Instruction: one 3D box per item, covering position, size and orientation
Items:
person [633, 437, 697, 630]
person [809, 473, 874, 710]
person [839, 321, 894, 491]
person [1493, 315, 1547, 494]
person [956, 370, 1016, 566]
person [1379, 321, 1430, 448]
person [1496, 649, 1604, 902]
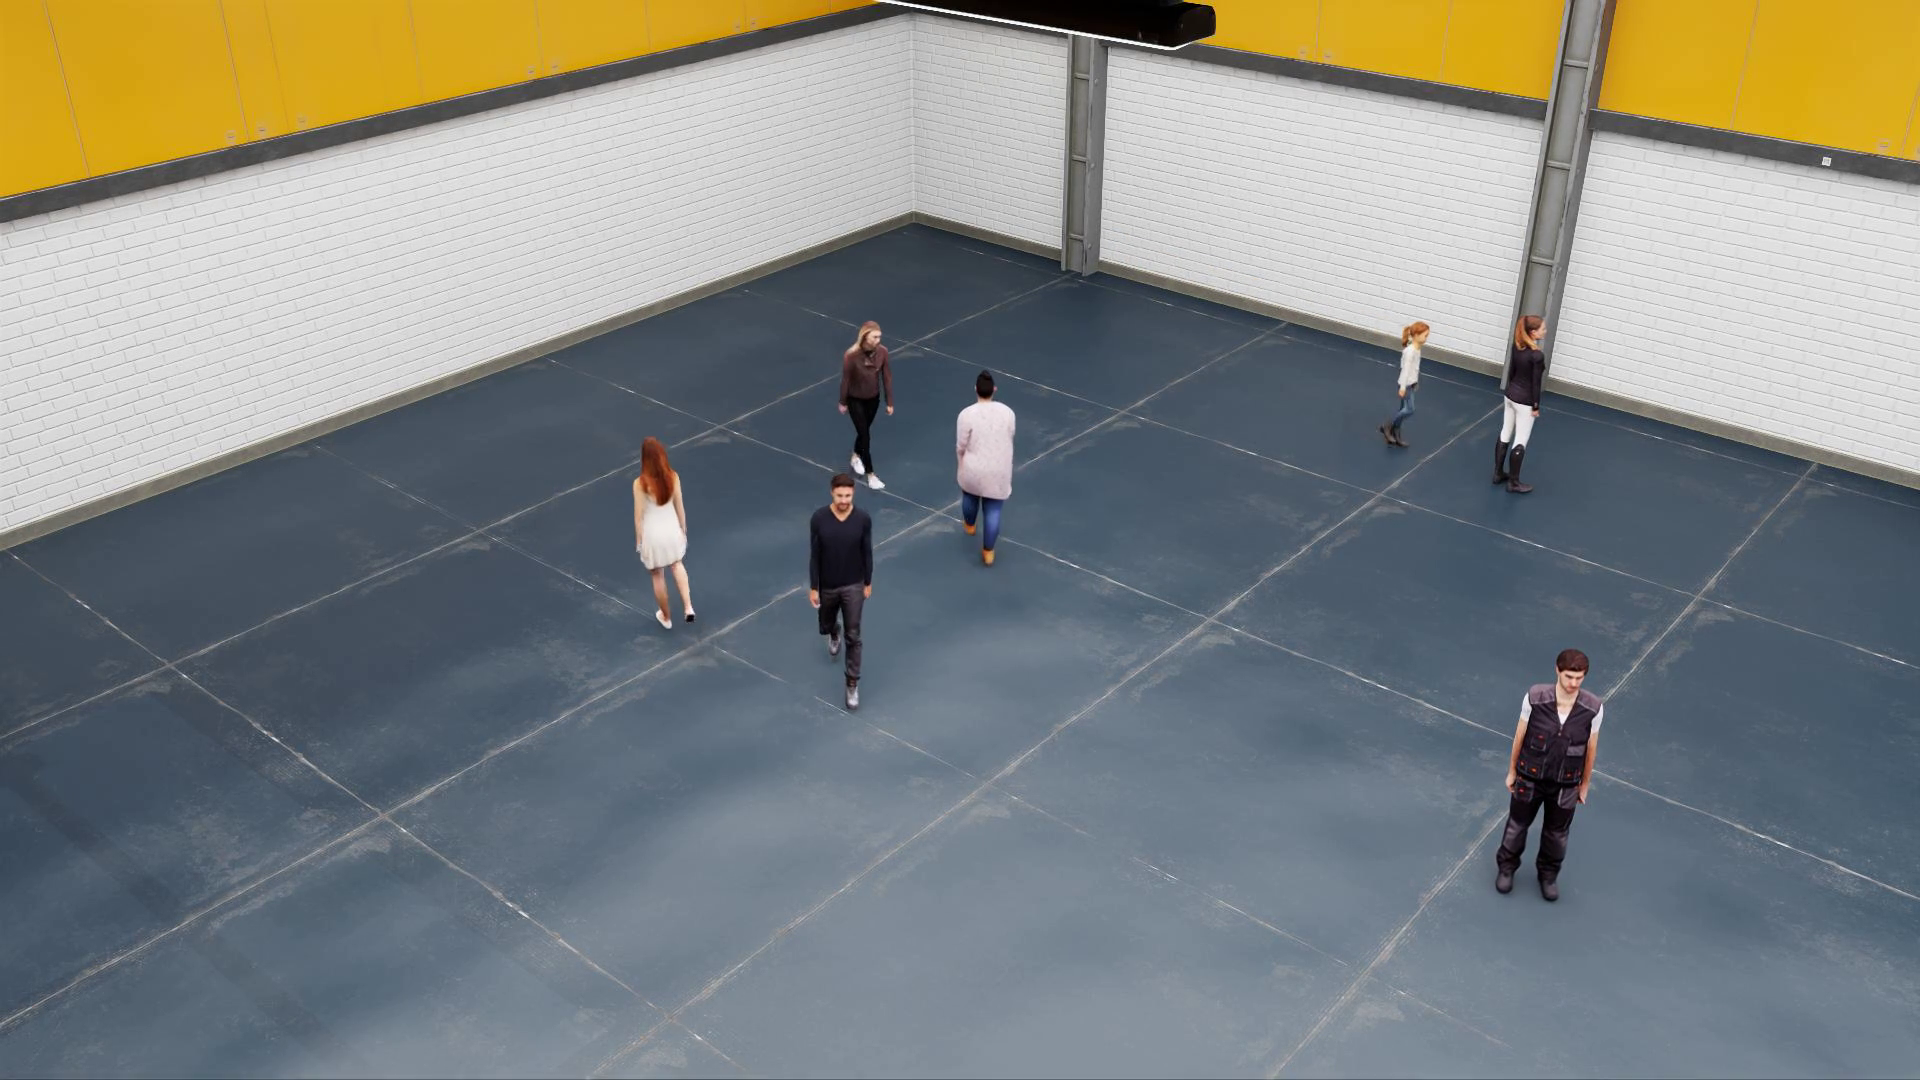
[{"bbox_3d":[-2.364,-0.001,13.360,0.688,1.701,0.824,-17,33,-28],"label":"person"},{"bbox_3d":[-0.914,0.308,12.645,1.138,1.843,1.152,-1,29,-1],"label":"person"},{"bbox_3d":[-0.955,-1.341,15.862,0.851,1.656,1.093,-13,31,-22],"label":"person"},{"bbox_3d":[5.292,-1.291,15.695,0.730,1.729,0.645,-8,30,-14],"label":"person"},{"bbox_3d":[0.228,-0.593,14.439,1.070,1.708,1.108,-2,29,-3],"label":"person"},{"bbox_3d":[4.408,-1.566,16.643,0.597,1.303,0.537,18,33,30],"label":"person"},{"bbox_3d":[3.719,1.473,10.508,0.672,1.843,0.798,8,30,15],"label":"person"}]
